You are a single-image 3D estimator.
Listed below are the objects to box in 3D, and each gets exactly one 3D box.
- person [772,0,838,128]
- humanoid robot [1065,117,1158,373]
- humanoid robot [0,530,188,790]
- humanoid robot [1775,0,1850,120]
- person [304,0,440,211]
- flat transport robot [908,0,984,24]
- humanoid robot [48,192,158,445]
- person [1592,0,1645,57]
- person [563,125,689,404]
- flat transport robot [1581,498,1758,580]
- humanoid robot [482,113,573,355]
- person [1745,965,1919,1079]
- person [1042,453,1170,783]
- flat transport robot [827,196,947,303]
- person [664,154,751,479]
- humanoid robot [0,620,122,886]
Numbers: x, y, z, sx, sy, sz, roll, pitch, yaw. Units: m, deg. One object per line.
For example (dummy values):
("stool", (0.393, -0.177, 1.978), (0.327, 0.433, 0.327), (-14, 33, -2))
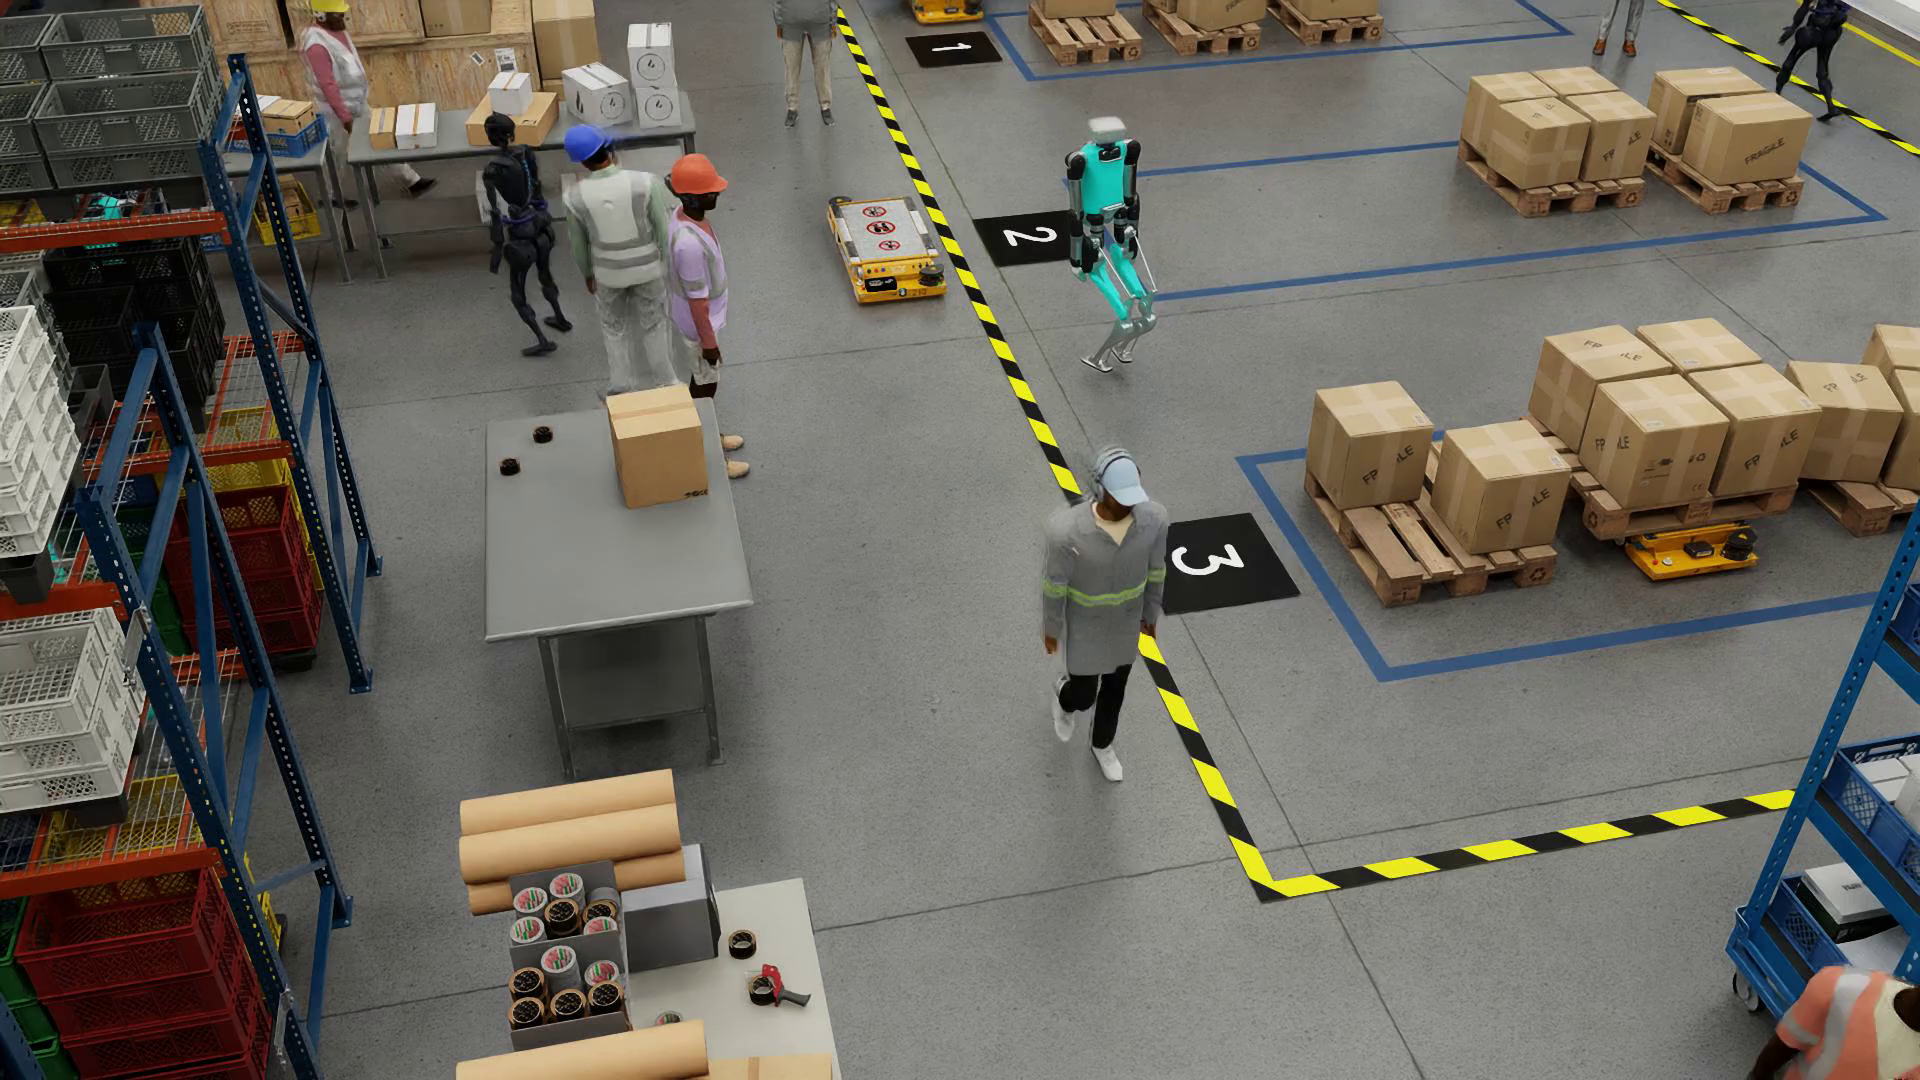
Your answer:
("person", (-1.318, -4.425, 14.244), (0.563, 1.767, 0.399), (-4, 37, -5))
("humanoid robot", (1.031, -1.825, 10.666), (0.533, 1.673, 0.735), (-20, 41, -24))
("humanoid robot", (-3.926, 0.476, 7.652), (0.679, 1.758, 0.530), (-1, 37, -2))
("humanoid robot", (7.483, -4.463, 14.411), (0.599, 1.641, 0.760), (-15, 39, -19))
("person", (-4.669, -3.391, 12.843), (0.916, 1.780, 0.603), (2, 37, 3))
("flat transport robot", (-0.234, -5.672, 17.153), (0.652, 0.197, 1.431), (-8, 37, -10))
("humanoid robot", (-5.082, -1.313, 10.005), (0.532, 1.693, 0.729), (-5, 37, -6))
("person", (6.361, -5.483, 15.575), (0.584, 1.879, 0.377), (8, 37, 11))
("person", (-2.045, -1.688, 10.469), (0.747, 1.900, 0.393), (-2, 37, -3))
("flat transport robot", (4.062, -0.294, 9.926), (0.652, 0.197, 1.431), (-8, 37, -10))
("humanoid robot", (-2.903, -2.054, 11.129), (0.387, 1.636, 0.590), (14, 39, 18))
("person", (2.945, 1.939, 5.565), (0.676, 1.926, 0.495), (25, 43, 30))
("person", (0.673, 0.356, 7.754), (0.600, 1.842, 0.468), (-9, 38, -12))
("flat transport robot", (-0.570, -2.220, 12.538), (0.659, 0.231, 1.431), (-8, 37, -10))
("person", (-1.500, -1.317, 9.838), (0.384, 2.045, 0.604), (-5, 37, -7))
("humanoid robot", (-4.012, 0.872, 7.199), (0.386, 1.655, 0.584), (-5, 37, -7))
